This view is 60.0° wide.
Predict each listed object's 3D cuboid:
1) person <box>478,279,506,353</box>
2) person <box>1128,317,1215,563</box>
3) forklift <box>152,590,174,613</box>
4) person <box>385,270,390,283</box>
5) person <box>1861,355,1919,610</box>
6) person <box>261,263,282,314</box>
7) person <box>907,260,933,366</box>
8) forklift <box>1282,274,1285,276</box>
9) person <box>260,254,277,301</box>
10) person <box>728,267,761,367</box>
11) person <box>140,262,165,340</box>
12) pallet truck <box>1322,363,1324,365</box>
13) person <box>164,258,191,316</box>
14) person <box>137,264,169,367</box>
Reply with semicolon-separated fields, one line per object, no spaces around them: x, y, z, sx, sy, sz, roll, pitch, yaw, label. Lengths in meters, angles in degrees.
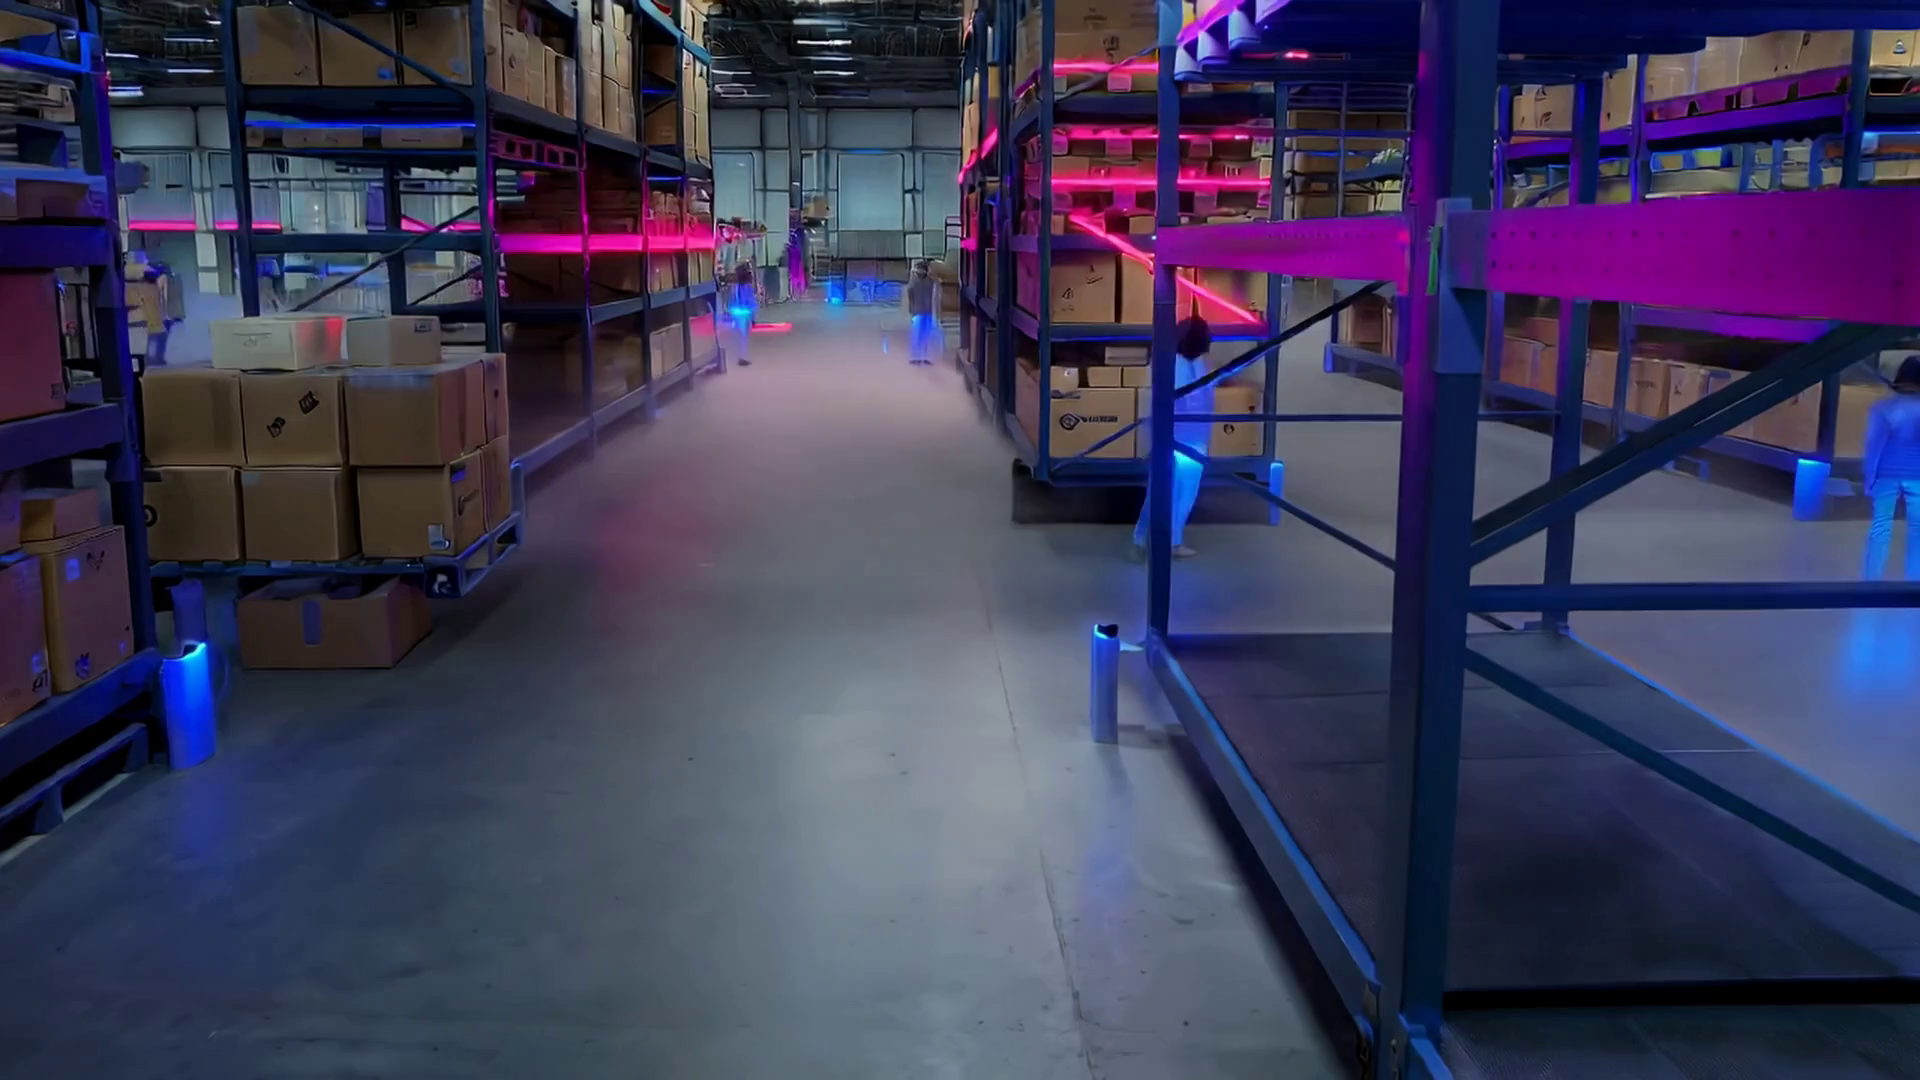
-9.598;-4.743;34.169;0.546;1.939;0.375;-4;11;-23;person
1.600;-0.730;12.216;0.708;1.809;0.495;-10;14;-43;person
-5.858;-0.811;9.639;1.873;2.768;1.129;-1;10;-3;forklift
-18.802;-8.372;55.062;0.321;1.695;0.530;4;11;22;person
6.062;-0.368;10.673;0.529;1.628;0.273;9;14;42;person
-15.964;-5.521;38.720;0.553;1.854;0.571;8;13;36;person
-0.737;-4.291;31.490;0.396;1.992;0.623;9;13;41;person
12.240;-10.302;62.509;1.129;2.768;1.873;0;10;-2;forklift
-27.398;-10.428;65.807;0.653;1.966;0.577;-1;10;-6;person
-3.985;-4.162;31.130;0.782;1.859;0.601;10;14;44;person
-19.366;-5.730;39.941;0.587;1.850;1.081;-8;13;-37;person
7.712;-4.157;30.737;1.885;1.965;0.823;3;11;16;pallet truck
-24.716;-7.896;52.055;0.983;1.826;0.540;-7;12;-34;person
-15.085;-4.186;31.117;0.505;1.919;0.554;2;10;13;person
